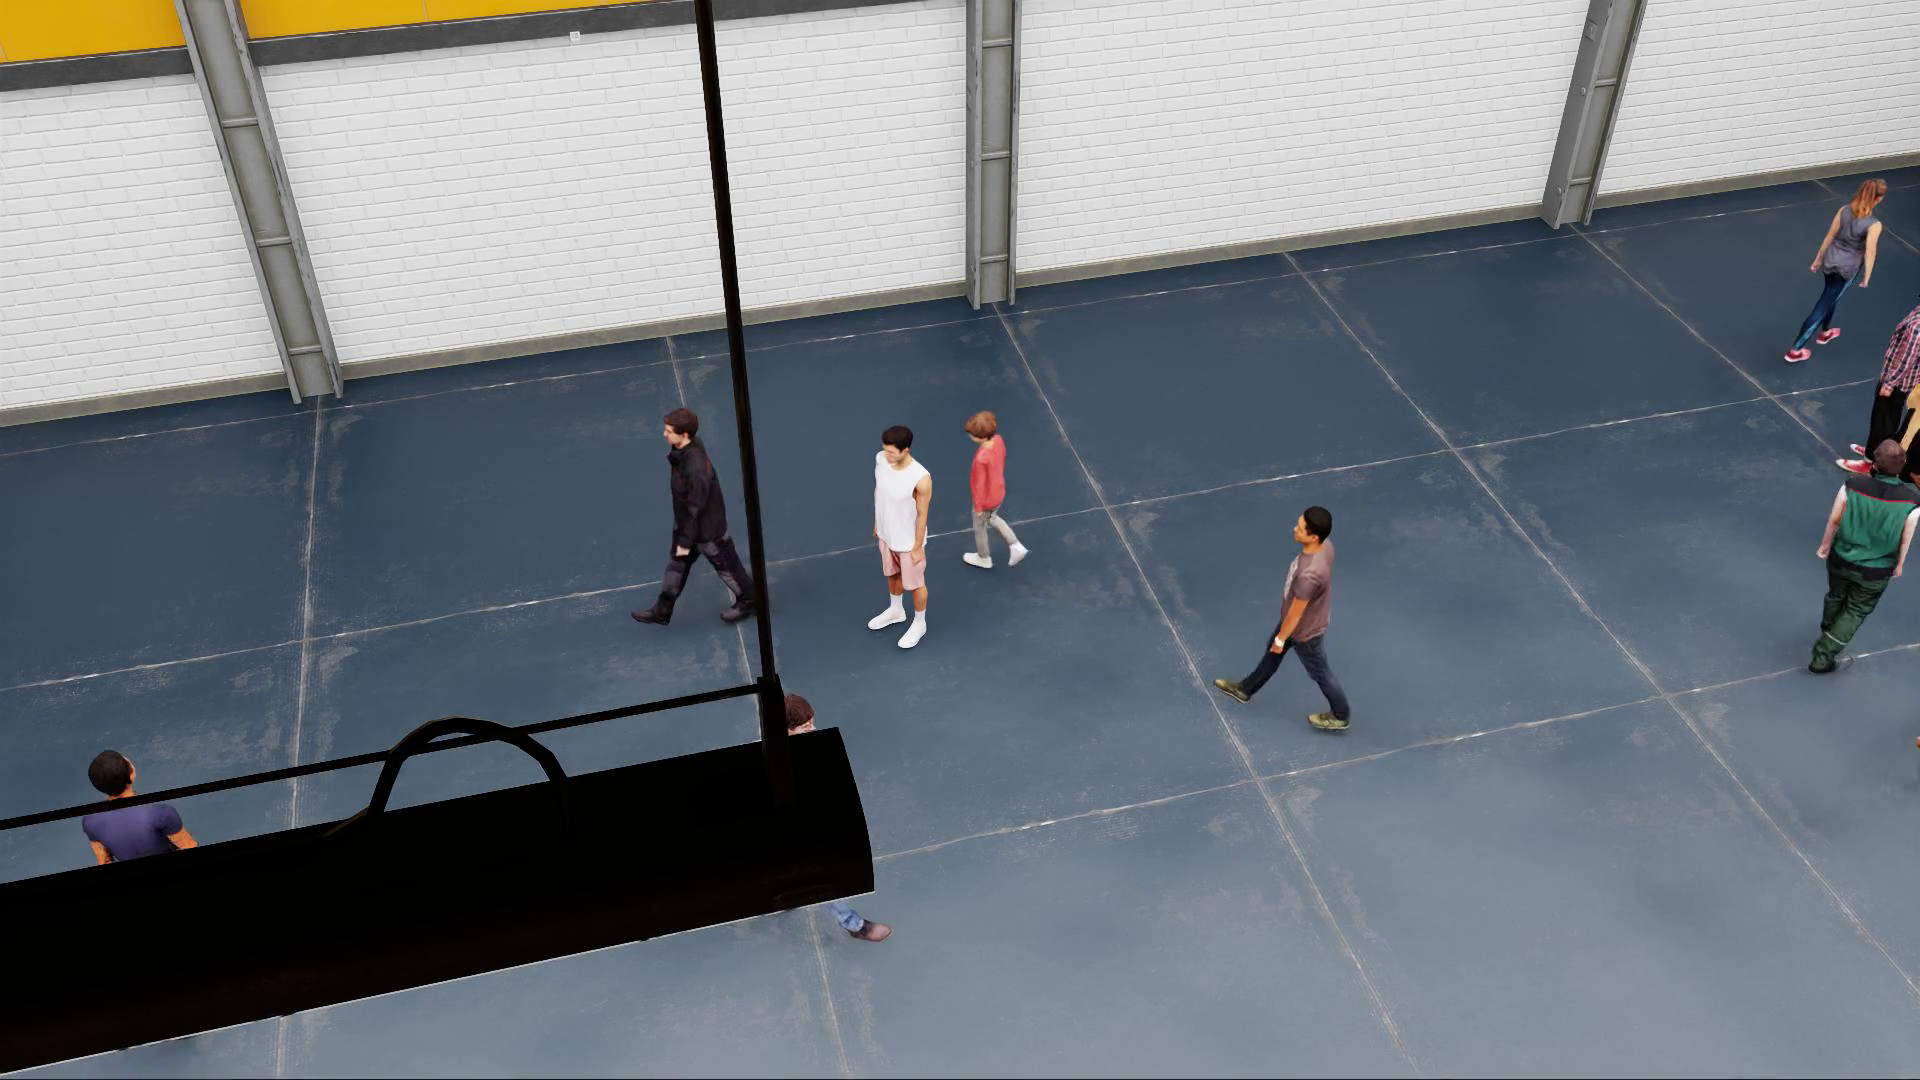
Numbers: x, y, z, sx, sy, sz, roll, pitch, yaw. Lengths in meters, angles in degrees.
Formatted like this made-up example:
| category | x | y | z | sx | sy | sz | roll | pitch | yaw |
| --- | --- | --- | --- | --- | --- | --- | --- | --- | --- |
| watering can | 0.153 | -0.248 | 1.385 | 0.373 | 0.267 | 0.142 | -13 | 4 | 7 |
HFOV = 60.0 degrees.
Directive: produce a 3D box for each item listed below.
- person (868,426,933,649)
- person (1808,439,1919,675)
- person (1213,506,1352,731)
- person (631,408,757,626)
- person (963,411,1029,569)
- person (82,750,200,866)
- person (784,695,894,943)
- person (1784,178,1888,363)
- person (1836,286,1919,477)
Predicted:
| category | x | y | z | sx | sy | sz | roll | pitch | yaw |
| --- | --- | --- | --- | --- | --- | --- | --- | --- | --- |
| person | -0.385 | -0.057 | 11.332 | 0.739 | 1.782 | 0.729 | -32 | 48 | -33 |
| person | 5.993 | 0.117 | 11.090 | 1.054 | 1.812 | 0.934 | -25 | 45 | -28 |
| person | 2.299 | 0.557 | 10.611 | 1.254 | 1.723 | 1.026 | 9 | 39 | 11 |
| person | -1.681 | -0.127 | 11.414 | 1.196 | 1.790 | 0.897 | -19 | 42 | -22 |
| person | 0.261 | -0.320 | 11.966 | 0.827 | 1.401 | 0.769 | 22 | 44 | 26 |
| person | -4.314 | 1.891 | 8.917 | 1.177 | 1.753 | 0.921 | 0 | 39 | 0 |
| person | -0.994 | 1.535 | 9.325 | 1.272 | 1.800 | 1.026 | 8 | 39 | 9 |
| person | 7.422 | -2.262 | 14.158 | 0.987 | 1.700 | 0.701 | -16 | 41 | -19 |
| person | 7.308 | -1.297 | 12.901 | 0.836 | 1.762 | 0.717 | 29 | 47 | 32 |
